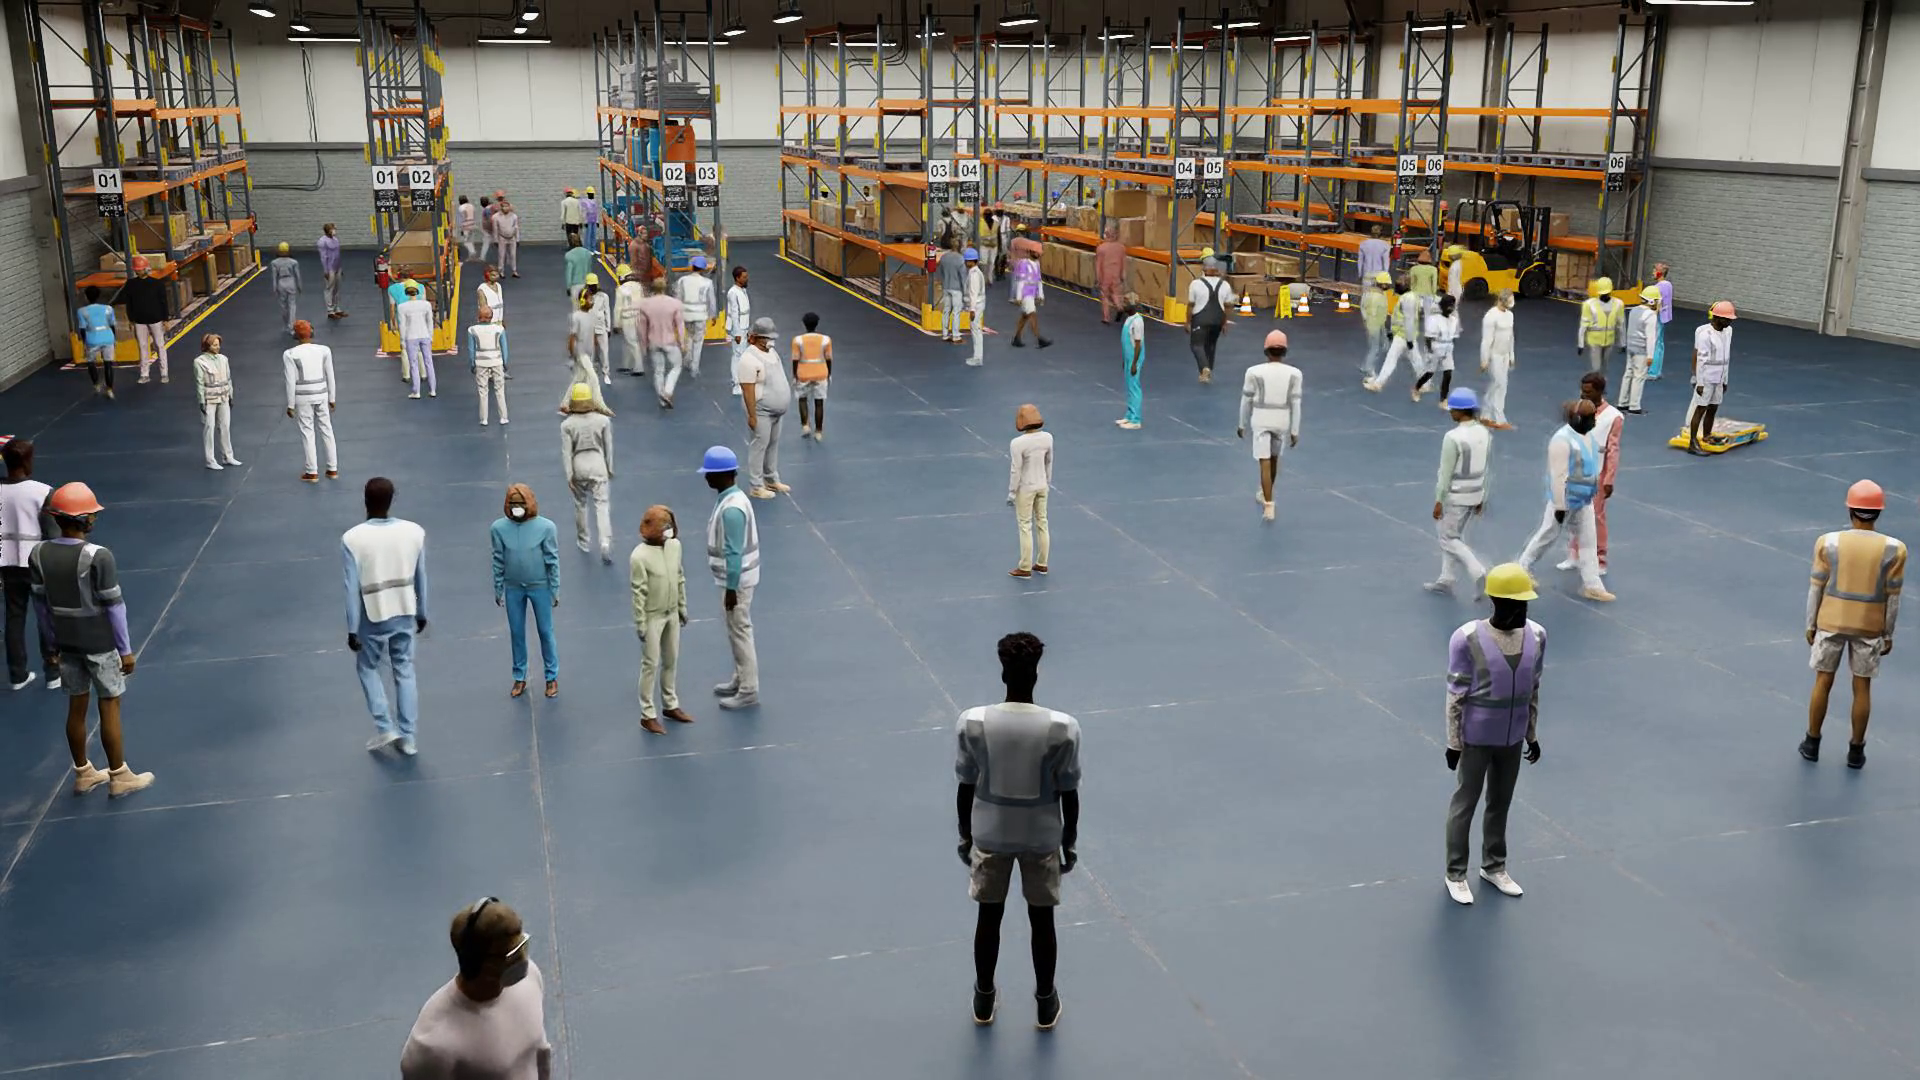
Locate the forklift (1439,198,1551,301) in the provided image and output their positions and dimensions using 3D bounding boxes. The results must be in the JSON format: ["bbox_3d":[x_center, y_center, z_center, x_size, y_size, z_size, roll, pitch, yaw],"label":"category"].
[{"bbox_3d":[11.913,-6.508,37.130,2.313,2.155,1.214,-4,15,-15],"label":"forklift"}]

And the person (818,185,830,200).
[{"bbox_3d":[-3.910,-9.251,47.966,0.374,1.925,0.595,-3,15,-10],"label":"person"}]

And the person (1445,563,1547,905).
[{"bbox_3d":[2.945,1.057,9.171,0.593,1.930,0.355,-5,16,-17],"label":"person"}]

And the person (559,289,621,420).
[{"bbox_3d":[-5.218,-2.576,23.099,0.994,1.813,0.525,4,15,14],"label":"person"}]

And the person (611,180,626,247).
[{"bbox_3d":[-10.266,-9.832,50.039,0.619,1.984,0.401,13,20,41],"label":"person"}]

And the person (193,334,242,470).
[{"bbox_3d":[-8.948,-1.663,19.985,0.313,1.634,0.514,6,16,21],"label":"person"}]

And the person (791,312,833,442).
[{"bbox_3d":[-1.914,-2.115,21.587,0.546,1.684,0.484,-2,15,-9],"label":"person"}]

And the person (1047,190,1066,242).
[{"bbox_3d":[2.583,-8.485,45.049,0.615,1.943,0.398,1,15,2],"label":"person"}]

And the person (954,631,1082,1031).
[{"bbox_3d":[0.272,1.384,7.899,0.603,1.957,0.386,2,15,7],"label":"person"}]

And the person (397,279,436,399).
[{"bbox_3d":[-8.061,-2.976,24.672,0.523,1.763,0.329,-12,19,-37],"label":"person"}]

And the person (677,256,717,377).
[{"bbox_3d":[-4.202,-3.598,26.714,0.613,1.912,0.717,4,16,16],"label":"person"}]

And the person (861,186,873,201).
[{"bbox_3d":[-2.726,-9.545,49.210,0.506,1.861,0.326,8,17,29],"label":"person"}]

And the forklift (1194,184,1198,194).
[{"bbox_3d":[7.392,-11.333,53.972,1.873,2.768,1.129,-4,15,-15],"label":"forklift"}]

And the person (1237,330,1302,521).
[{"bbox_3d":[3.294,-1.224,17.650,0.612,1.992,1.053,-2,15,-6],"label":"person"}]

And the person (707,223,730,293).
[{"bbox_3d":[-5.563,-6.485,38.142,0.536,1.616,0.528,-9,17,-30],"label":"person"}]

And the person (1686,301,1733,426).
[{"bbox_3d":[9.620,-2.134,21.327,0.504,1.861,0.329,-2,15,-9],"label":"person"}]

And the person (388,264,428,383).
[{"bbox_3d":[-8.620,-3.388,26.052,0.566,1.849,0.387,-6,16,-21],"label":"person"}]

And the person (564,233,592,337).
[{"bbox_3d":[-7.106,-4.745,31.010,0.364,1.933,0.630,10,18,33],"label":"person"}]

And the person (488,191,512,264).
[{"bbox_3d":[-12.363,-8.412,44.792,0.606,1.940,1.024,-14,20,-41],"label":"person"}]

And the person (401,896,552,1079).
[{"bbox_3d":[-1.531,2.052,5.434,0.376,1.932,0.628,5,16,19],"label":"person"}]

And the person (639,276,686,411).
[{"bbox_3d":[-4.207,-2.779,23.614,0.655,1.926,0.432,2,15,7],"label":"person"}]

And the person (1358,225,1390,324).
[{"bbox_3d":[8.136,-5.219,32.771,0.628,1.939,0.375,9,17,31],"label":"person"}]

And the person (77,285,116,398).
[{"bbox_3d":[-12.776,-2.935,24.675,0.540,1.683,0.439,-12,19,-39],"label":"person"}]

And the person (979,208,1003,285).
[{"bbox_3d":[0.708,-6.986,39.651,0.659,1.817,0.533,-4,16,-16],"label":"person"}]

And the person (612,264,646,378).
[{"bbox_3d":[-5.360,-3.495,26.532,0.820,1.799,0.615,7,16,25],"label":"person"}]

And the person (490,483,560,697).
[{"bbox_3d":[-3.211,0.369,12.343,0.500,1.627,0.278,0,15,1],"label":"person"}]

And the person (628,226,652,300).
[{"bbox_3d":[-6.320,-5.289,33.123,0.400,1.900,0.644,5,16,18],"label":"person"}]

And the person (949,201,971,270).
[{"bbox_3d":[-0.012,-7.957,43.358,0.605,1.799,0.817,-3,15,-12],"label":"person"}]

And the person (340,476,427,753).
[{"bbox_3d":[-3.881,0.516,11.288,0.618,1.888,0.454,-13,20,-41],"label":"person"}]

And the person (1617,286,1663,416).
[{"bbox_3d":[9.596,-2.661,23.392,0.413,1.820,0.610,-2,15,-7],"label":"person"}]

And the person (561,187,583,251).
[{"bbox_3d":[-10.842,-8.877,46.496,0.639,1.962,0.588,-14,21,-43],"label":"person"}]

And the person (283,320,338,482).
[{"bbox_3d":[-7.531,-1.614,19.311,0.337,1.881,0.583,14,20,42],"label":"person"}]

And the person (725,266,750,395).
[{"bbox_3d":[-3.326,-3.156,25.048,0.392,1.920,0.587,1,15,3],"label":"person"}]

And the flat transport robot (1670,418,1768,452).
[{"bbox_3d":[9.826,-1.373,21.497,1.431,0.197,0.652,-13,20,-41],"label":"flat transport robot"}]

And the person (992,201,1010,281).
[{"bbox_3d":[0.964,-7.274,40.520,0.544,1.926,0.405,-2,15,-9],"label":"person"}]

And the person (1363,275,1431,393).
[{"bbox_3d":[6.672,-3.088,25.068,1.005,1.790,0.625,5,16,18],"label":"person"}]

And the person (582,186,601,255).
[{"bbox_3d":[-10.490,-9.085,47.343,0.369,1.927,0.587,7,16,24],"label":"person"}]

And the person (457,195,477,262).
[{"bbox_3d":[-13.348,-8.444,45.162,0.527,1.820,0.638,8,17,28],"label":"person"}]

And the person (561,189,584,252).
[{"bbox_3d":[-11.168,-9.163,47.847,0.718,1.807,0.624,-10,18,-32],"label":"person"}]
